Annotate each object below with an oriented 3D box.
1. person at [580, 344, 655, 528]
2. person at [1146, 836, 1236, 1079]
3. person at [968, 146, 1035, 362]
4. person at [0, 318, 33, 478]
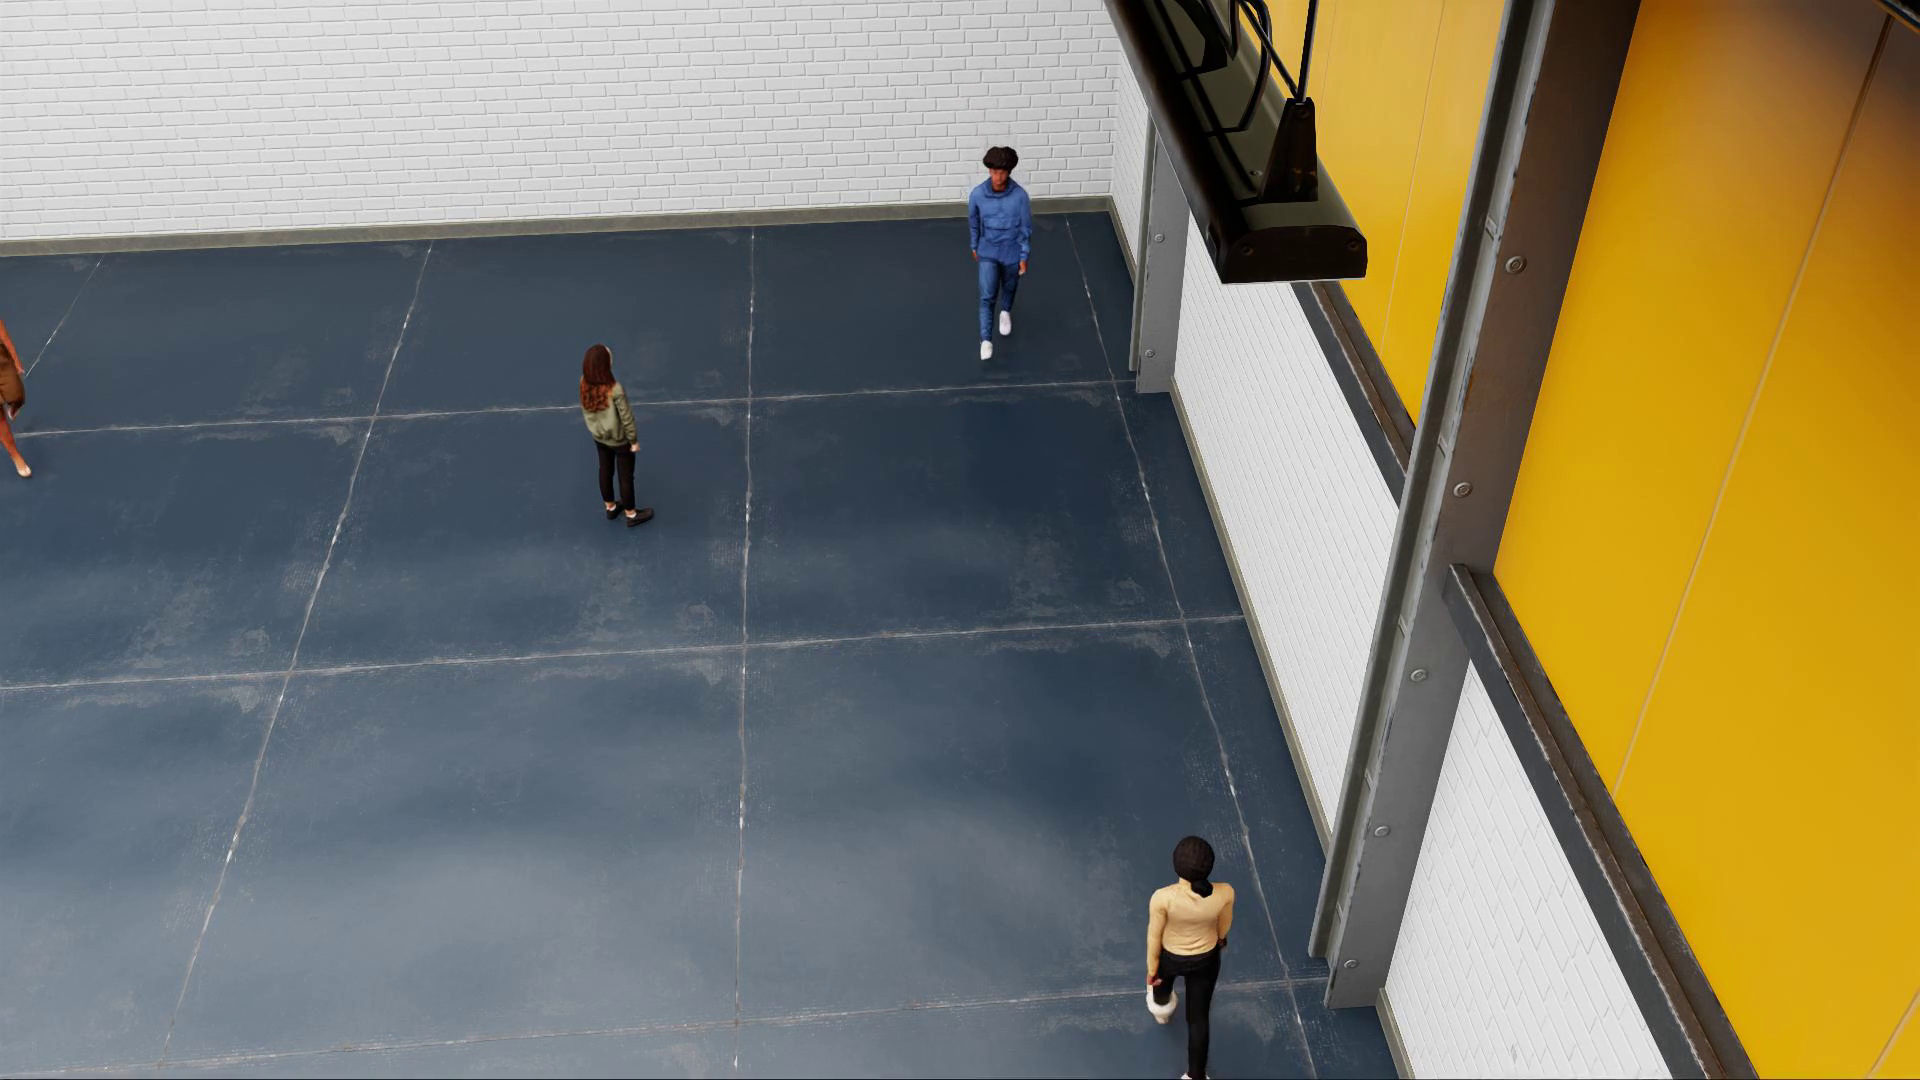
[{"bbox_3d":[-2.484,-0.751,11.873,0.657,1.475,0.687,21,43,24],"label":"person"},{"bbox_3d":[1.140,2.109,8.169,0.673,1.628,1.123,1,39,1],"label":"person"},{"bbox_3d":[0.350,-2.433,13.745,0.788,1.767,1.178,1,39,2],"label":"person"},{"bbox_3d":[-7.247,-1.287,12.396,0.913,1.659,1.059,-23,44,-26],"label":"person"}]
